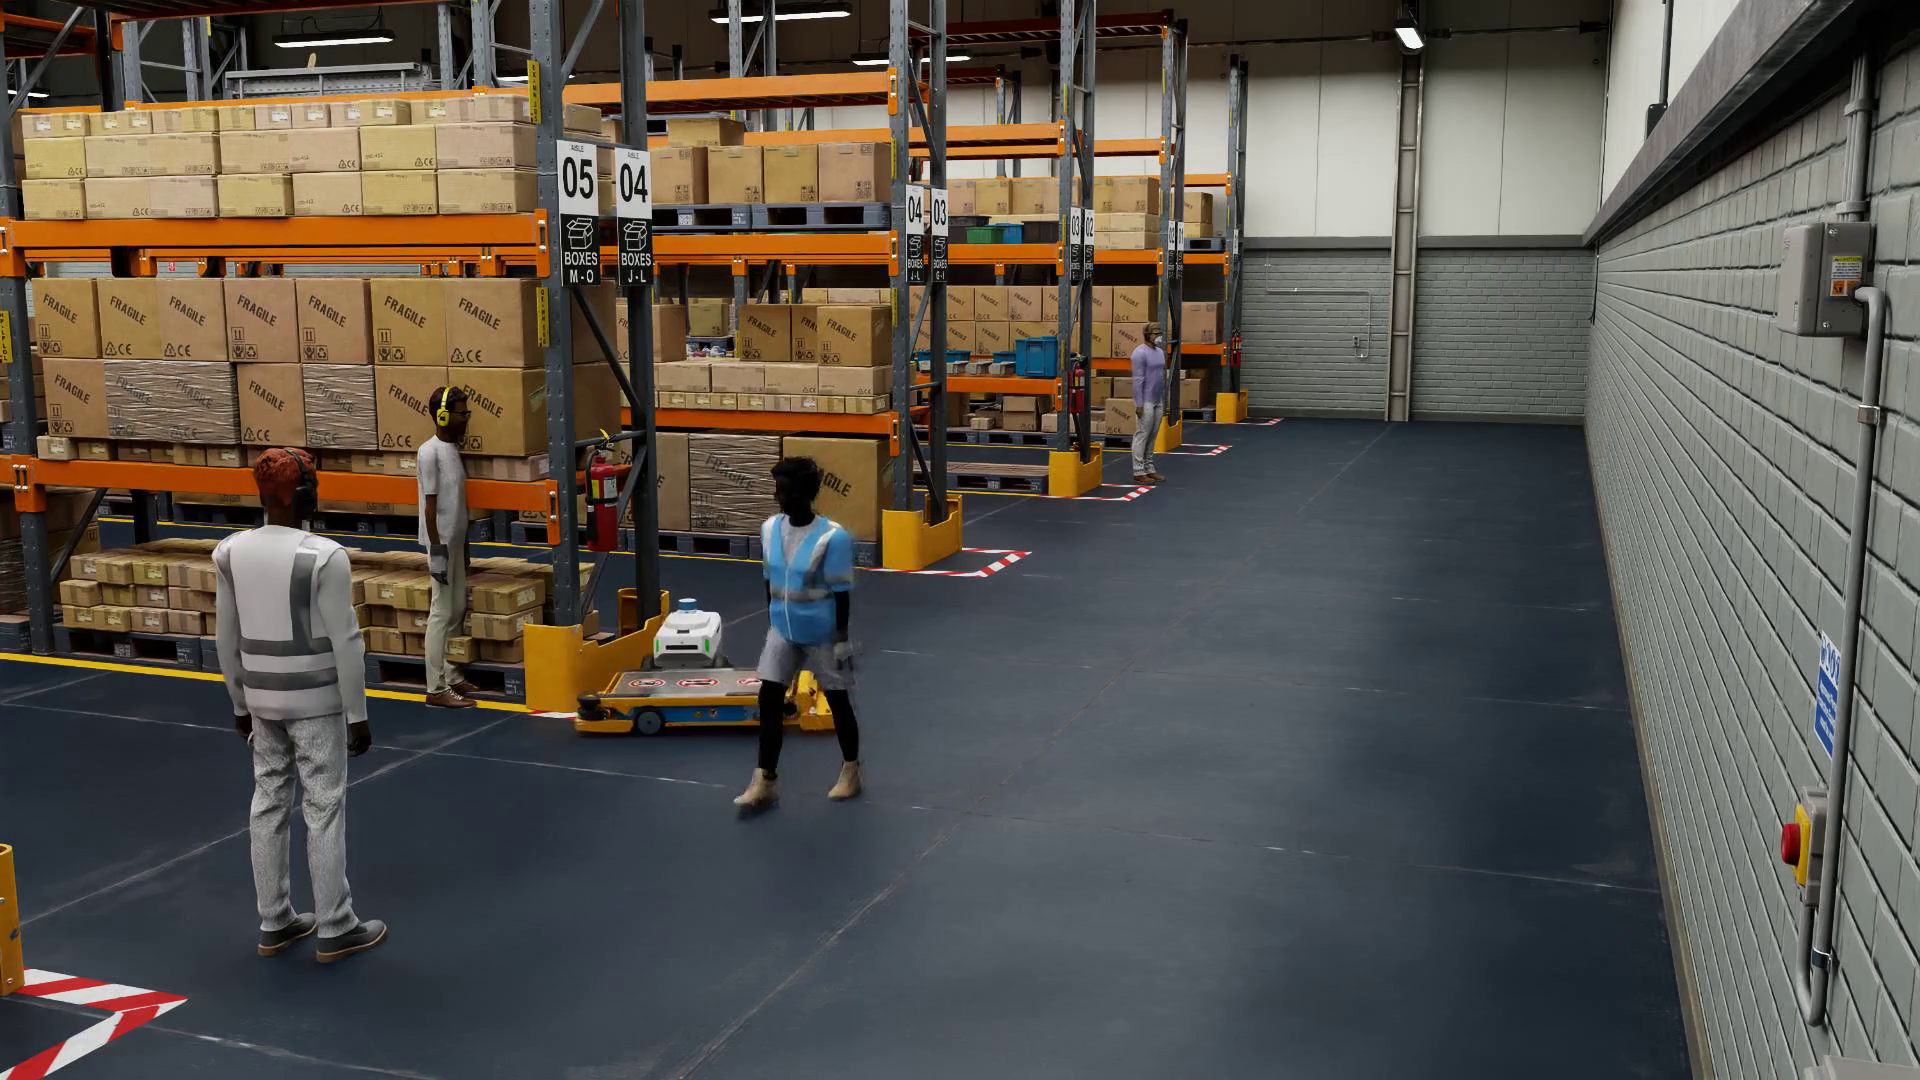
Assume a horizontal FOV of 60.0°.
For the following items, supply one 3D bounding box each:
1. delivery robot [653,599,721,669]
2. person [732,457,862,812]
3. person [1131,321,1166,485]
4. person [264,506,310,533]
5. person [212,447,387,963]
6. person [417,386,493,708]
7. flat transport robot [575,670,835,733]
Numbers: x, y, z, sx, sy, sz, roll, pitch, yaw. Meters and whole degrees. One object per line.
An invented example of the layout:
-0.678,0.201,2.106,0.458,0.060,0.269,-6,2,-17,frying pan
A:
-1.625,0.594,9.946,0.477,0.478,0.707,0,9,-3,delivery robot
-0.753,0.446,7.714,0.541,1.655,0.794,6,11,31,person
2.261,-1.636,19.850,0.357,1.938,0.638,6,11,33,person
-5.639,-0.646,13.996,0.430,1.838,0.619,6,11,34,person
-2.406,0.601,6.058,0.584,1.882,0.345,3,10,17,person
-2.947,0.044,9.622,0.333,1.860,0.510,0,9,3,person
-1.378,0.886,9.298,1.431,0.197,0.652,-1,9,-3,flat transport robot
